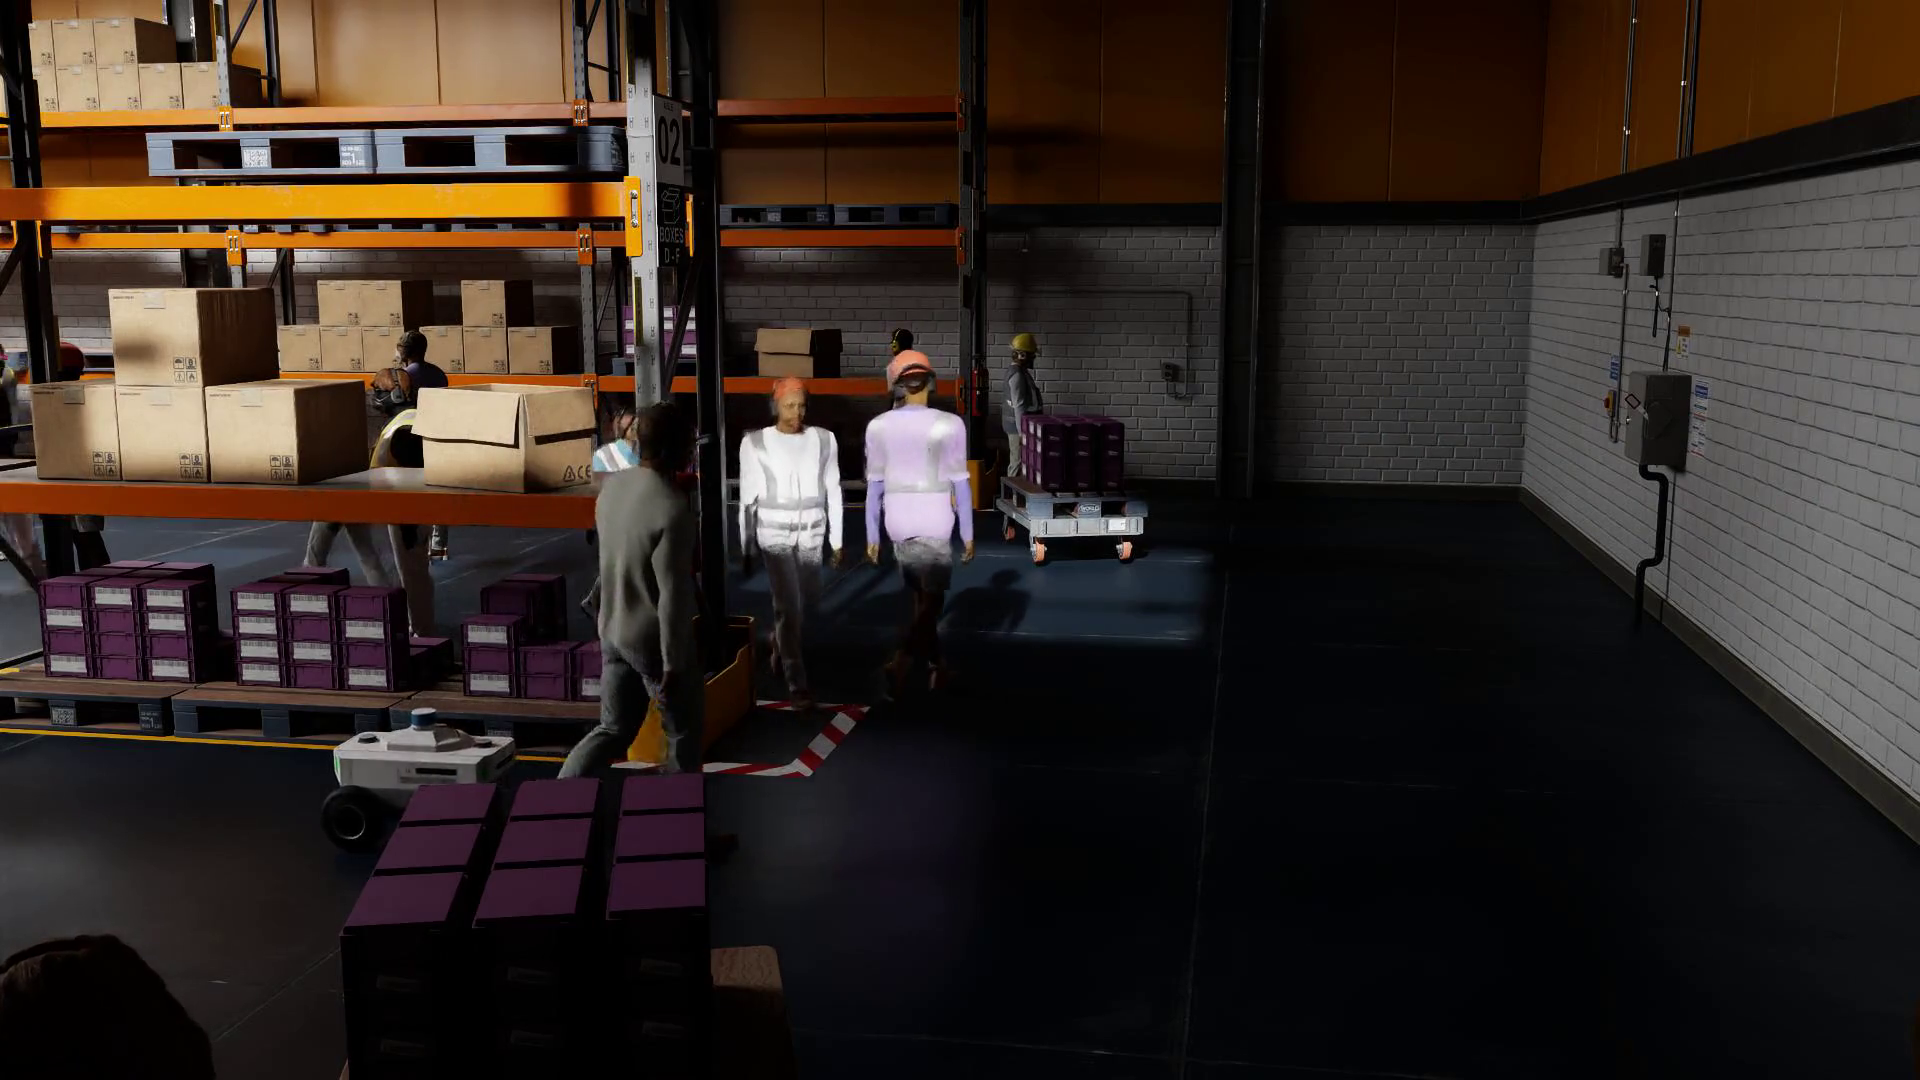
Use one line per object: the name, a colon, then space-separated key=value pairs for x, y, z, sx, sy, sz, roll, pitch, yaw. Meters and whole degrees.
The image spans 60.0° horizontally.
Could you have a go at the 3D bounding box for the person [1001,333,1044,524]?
person: x=0.602 y=-1.067 z=15.956 sx=0.404 sy=1.831 sz=0.588 roll=0 pitch=9 yaw=-2

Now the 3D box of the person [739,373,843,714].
person: x=-0.963 y=-0.010 z=9.324 sx=0.596 sy=1.859 sz=0.795 roll=-4 pitch=10 yaw=-25

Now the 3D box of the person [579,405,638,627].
person: x=-2.234 y=-0.117 z=10.867 sx=0.949 sy=1.576 sz=0.532 roll=8 pitch=12 yaw=39

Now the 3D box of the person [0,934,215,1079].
person: x=-1.024 y=1.271 z=2.055 sx=0.266 sy=1.632 sz=0.509 roll=-6 pitch=11 yaw=-32

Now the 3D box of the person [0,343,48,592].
person: x=-7.249 y=-0.542 z=12.361 sx=1.037 sy=1.949 sz=0.644 roll=0 pitch=9 yaw=2

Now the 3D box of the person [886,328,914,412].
person: x=-0.534 y=-1.129 z=16.255 sx=0.336 sy=1.865 sz=0.506 roll=7 pitch=12 yaw=38

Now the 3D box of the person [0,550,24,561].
person: x=-8.299 y=-0.649 z=13.718 sx=0.887 sy=1.725 sz=0.524 roll=-5 pitch=10 yaw=-26

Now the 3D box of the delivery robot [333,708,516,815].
delivery robot: x=-2.261 y=0.957 z=7.052 sx=0.707 sy=0.478 sz=0.477 roll=1 pitch=9 yaw=8

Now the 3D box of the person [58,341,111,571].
person: x=-6.062 y=-0.386 z=11.396 sx=0.542 sy=1.939 sz=0.361 roll=9 pitch=13 yaw=44

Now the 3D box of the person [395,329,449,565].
person: x=-4.451 y=-0.757 z=13.699 sx=0.372 sy=1.940 sz=0.629 roll=3 pitch=10 yaw=16

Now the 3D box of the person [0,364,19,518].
person: x=-9.466 y=-1.090 z=16.181 sx=0.802 sy=1.810 sz=0.633 roll=6 pitch=11 yaw=35

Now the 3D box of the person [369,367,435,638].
person: x=-3.406 y=-0.139 z=10.194 sx=0.428 sy=1.836 sz=0.627 roll=-3 pitch=10 yaw=-20

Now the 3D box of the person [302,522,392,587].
person: x=-4.279 y=-0.210 z=11.376 sx=0.895 sy=1.583 sz=0.535 roll=1 pitch=9 yaw=8

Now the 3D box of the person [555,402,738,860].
person: x=-1.319 y=0.416 z=6.546 sx=0.632 sy=1.911 sz=0.884 roll=9 pitch=13 yaw=44

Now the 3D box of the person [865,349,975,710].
person: x=-0.266 y=-0.056 z=9.268 sx=0.647 sy=1.991 sz=0.897 roll=4 pitch=10 yaw=24
